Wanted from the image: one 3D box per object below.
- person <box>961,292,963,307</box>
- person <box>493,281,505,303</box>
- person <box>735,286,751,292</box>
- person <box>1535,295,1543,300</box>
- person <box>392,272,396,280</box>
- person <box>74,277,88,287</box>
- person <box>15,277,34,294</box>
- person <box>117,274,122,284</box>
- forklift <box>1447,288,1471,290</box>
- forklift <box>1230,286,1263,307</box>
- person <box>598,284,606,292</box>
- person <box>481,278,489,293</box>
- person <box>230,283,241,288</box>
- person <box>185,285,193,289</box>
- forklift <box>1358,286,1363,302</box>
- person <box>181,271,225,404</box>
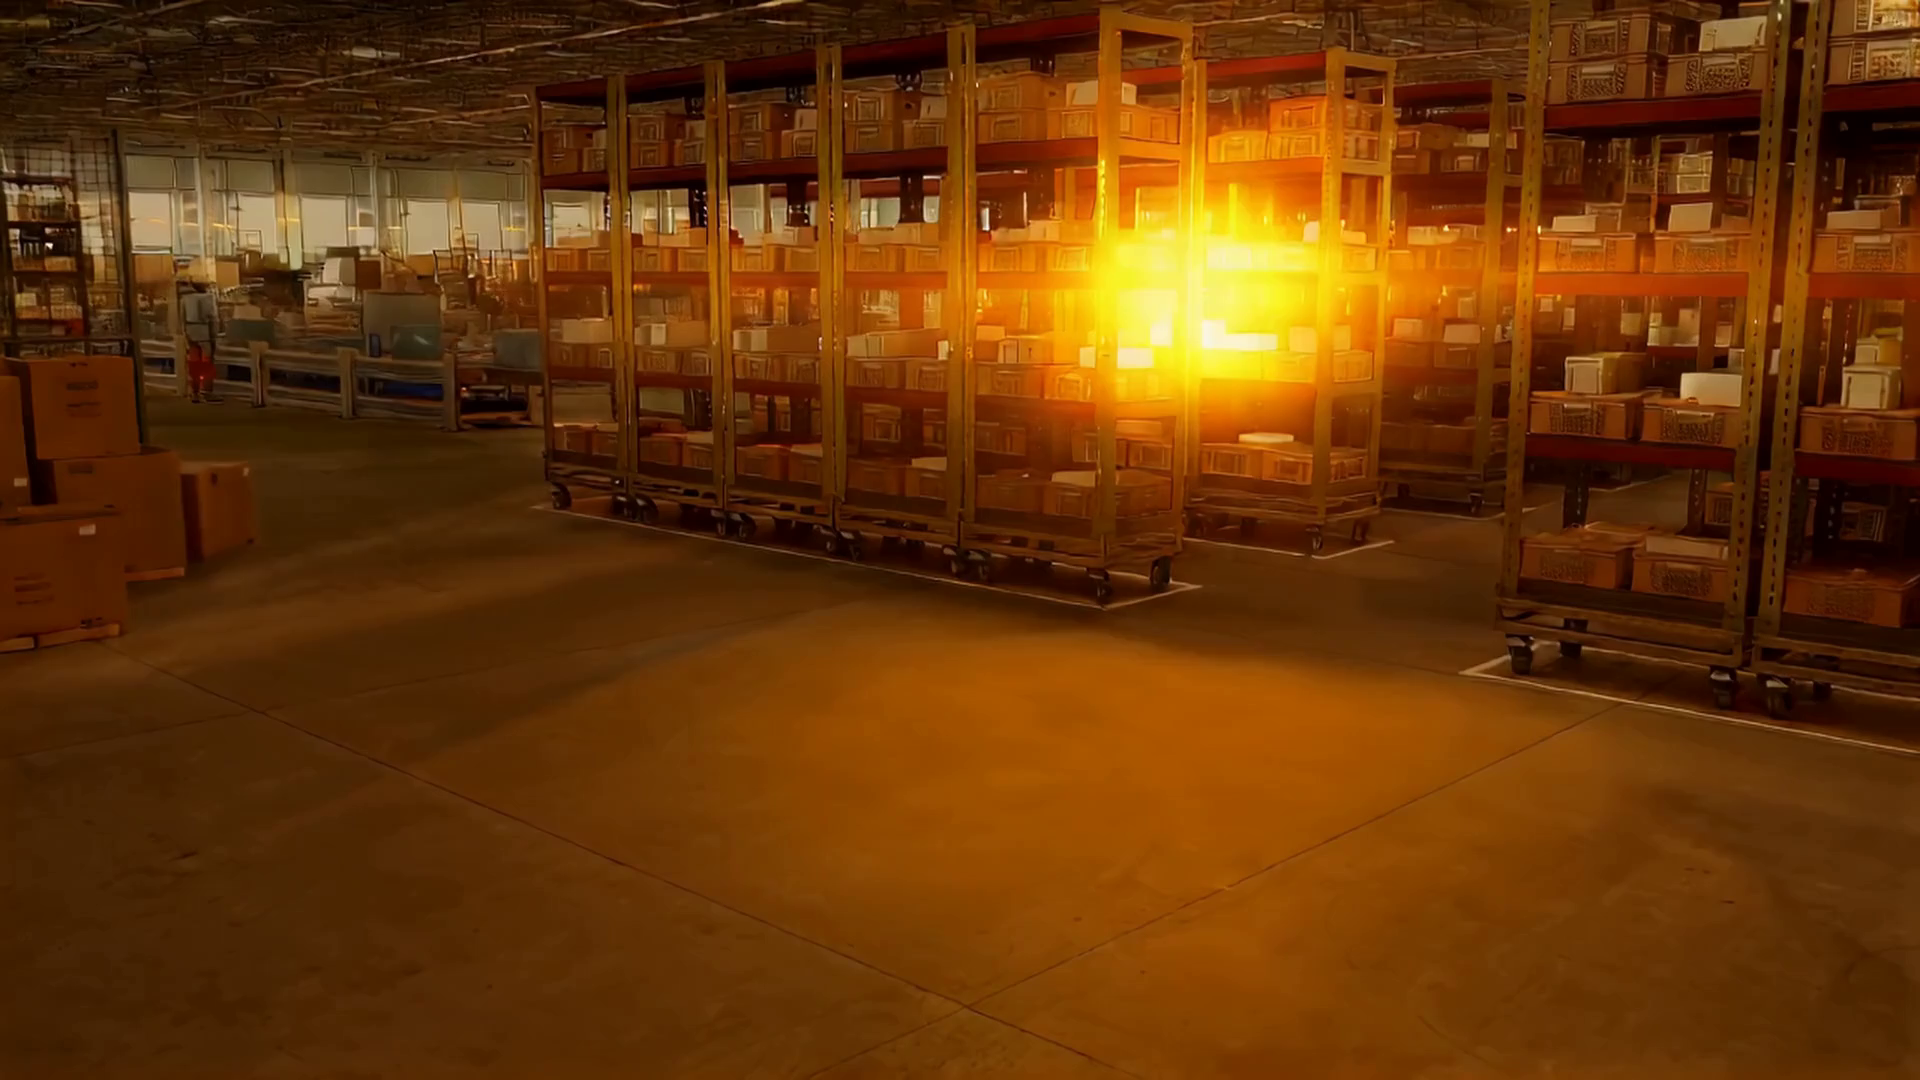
[{"bbox_3d":[-0.117,-7.964,56.263,0.521,1.739,0.795,-8,12,-41],"label":"person"},{"bbox_3d":[-16.196,-8.311,58.555,0.537,1.693,0.320,6,11,34],"label":"person"},{"bbox_3d":[-8.363,-9.372,63.973,0.691,2.000,0.952,-1,9,-4],"label":"person"},{"bbox_3d":[15.393,-6.148,44.888,0.594,1.826,0.403,1,9,6],"label":"person"},{"bbox_3d":[-28.990,-12.792,85.343,0.631,1.918,0.408,7,12,38],"label":"person"},{"bbox_3d":[-42.314,-11.913,80.162,0.634,1.841,0.429,-5,10,-27],"label":"person"},{"bbox_3d":[-29.826,-7.538,53.096,0.383,1.929,0.539,9,13,44],"label":"person"},{"bbox_3d":[-38.021,-11.171,75.676,0.633,1.827,0.635,3,10,19],"label":"person"},{"bbox_3d":[18.955,-9.651,63.120,1.129,2.768,1.873,8,12,41],"label":"forklift"},{"bbox_3d":[10.099,-9.221,60.480,1.873,2.768,1.129,9,13,43],"label":"forklift"},{"bbox_3d":[-13.430,-9.086,62.546,0.369,1.933,0.551,2,9,10],"label":"person"},{"bbox_3d":[-17.216,-8.639,60.368,0.400,1.755,0.530,-1,9,-4],"label":"person"},{"bbox_3d":[-27.257,-9.081,62.574,0.587,1.916,0.392,5,10,28],"label":"person"},{"bbox_3d":[-26.029,-7.981,56.036,0.651,1.844,0.552,-5,10,-27],"label":"person"},{"bbox_3d":[11.100,-7.017,46.970,1.873,2.768,1.129,9,13,43],"label":"forklift"},{"bbox_3d":[-11.651,-3.106,25.572,0.609,2.036,0.402,5,10,26],"label":"person"}]
